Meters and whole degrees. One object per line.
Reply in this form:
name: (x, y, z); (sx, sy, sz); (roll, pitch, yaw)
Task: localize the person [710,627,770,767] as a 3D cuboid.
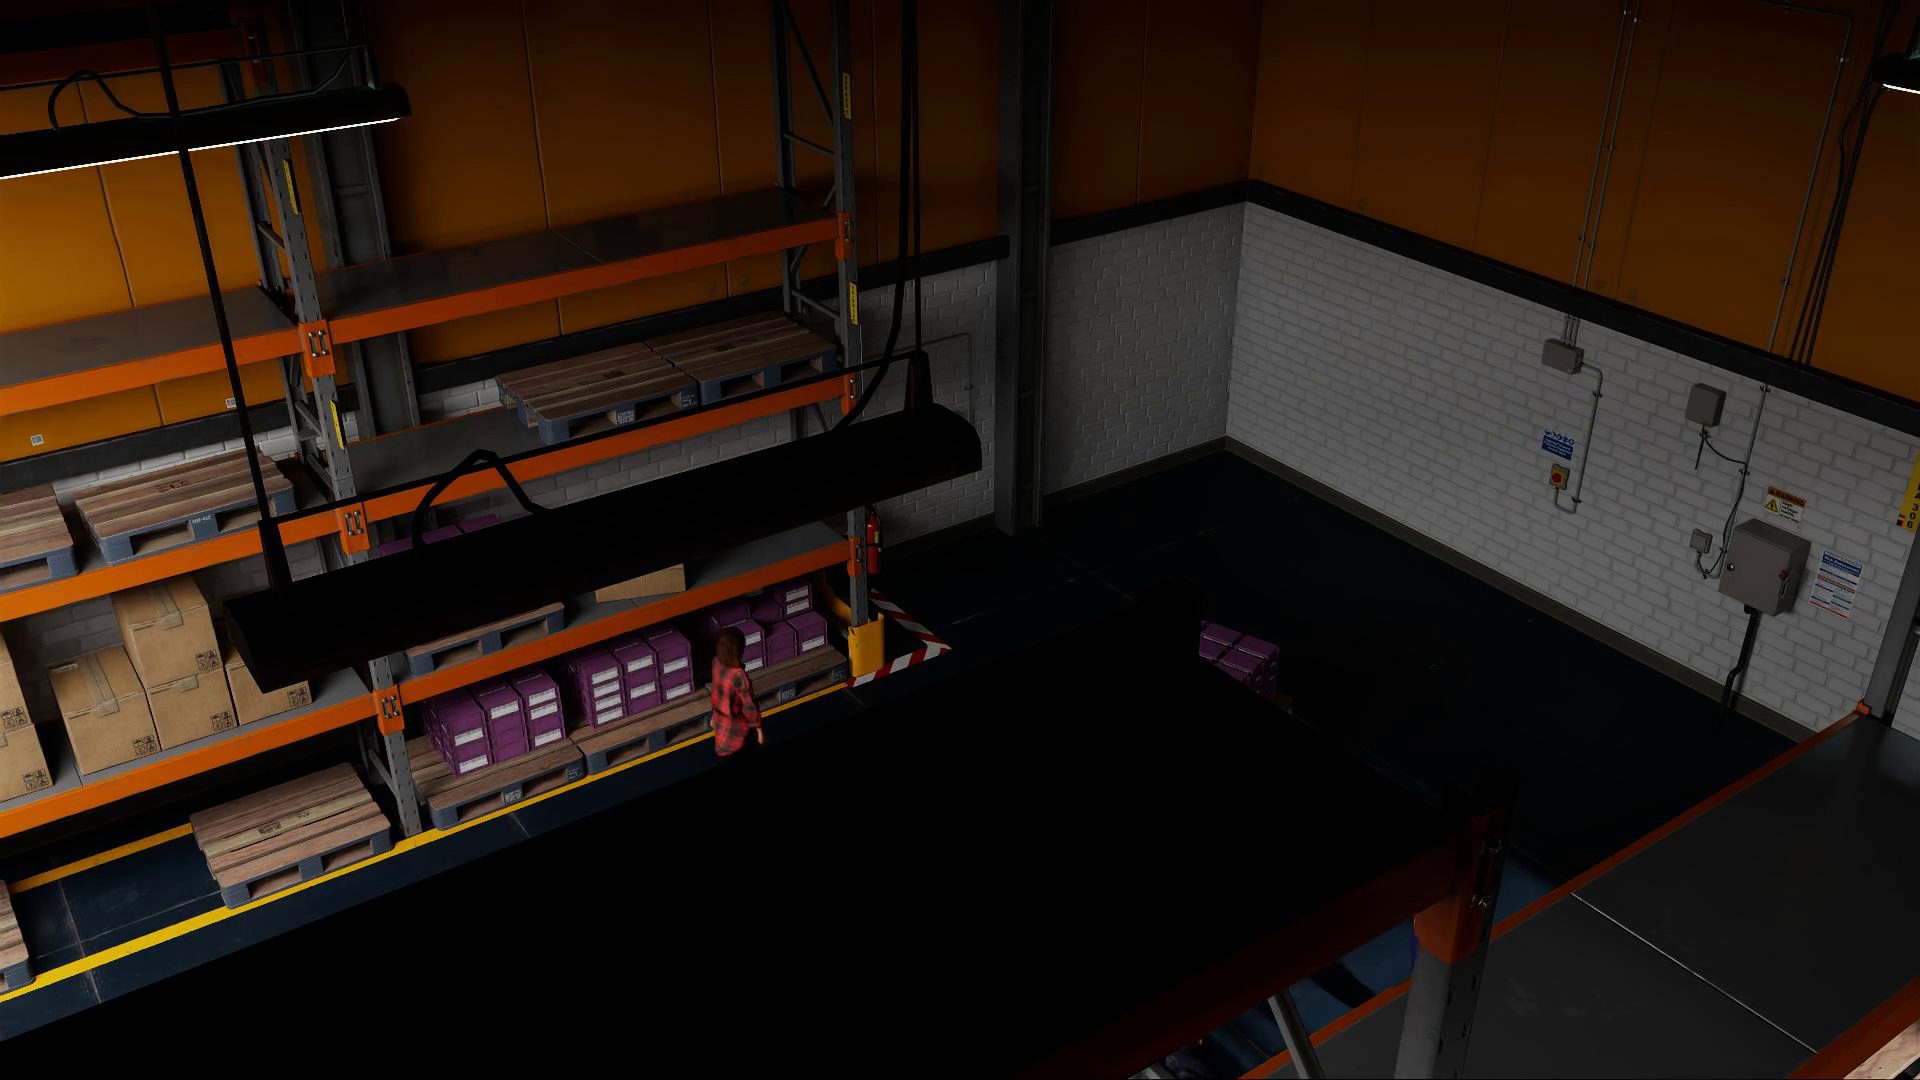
person: (-1.747, 1.438, 12.270); (1.086, 1.654, 0.627); (-19, 34, -31)

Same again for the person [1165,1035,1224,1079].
person: (1.161, 3.171, 8.876); (0.852, 1.861, 0.823); (19, 34, 31)
